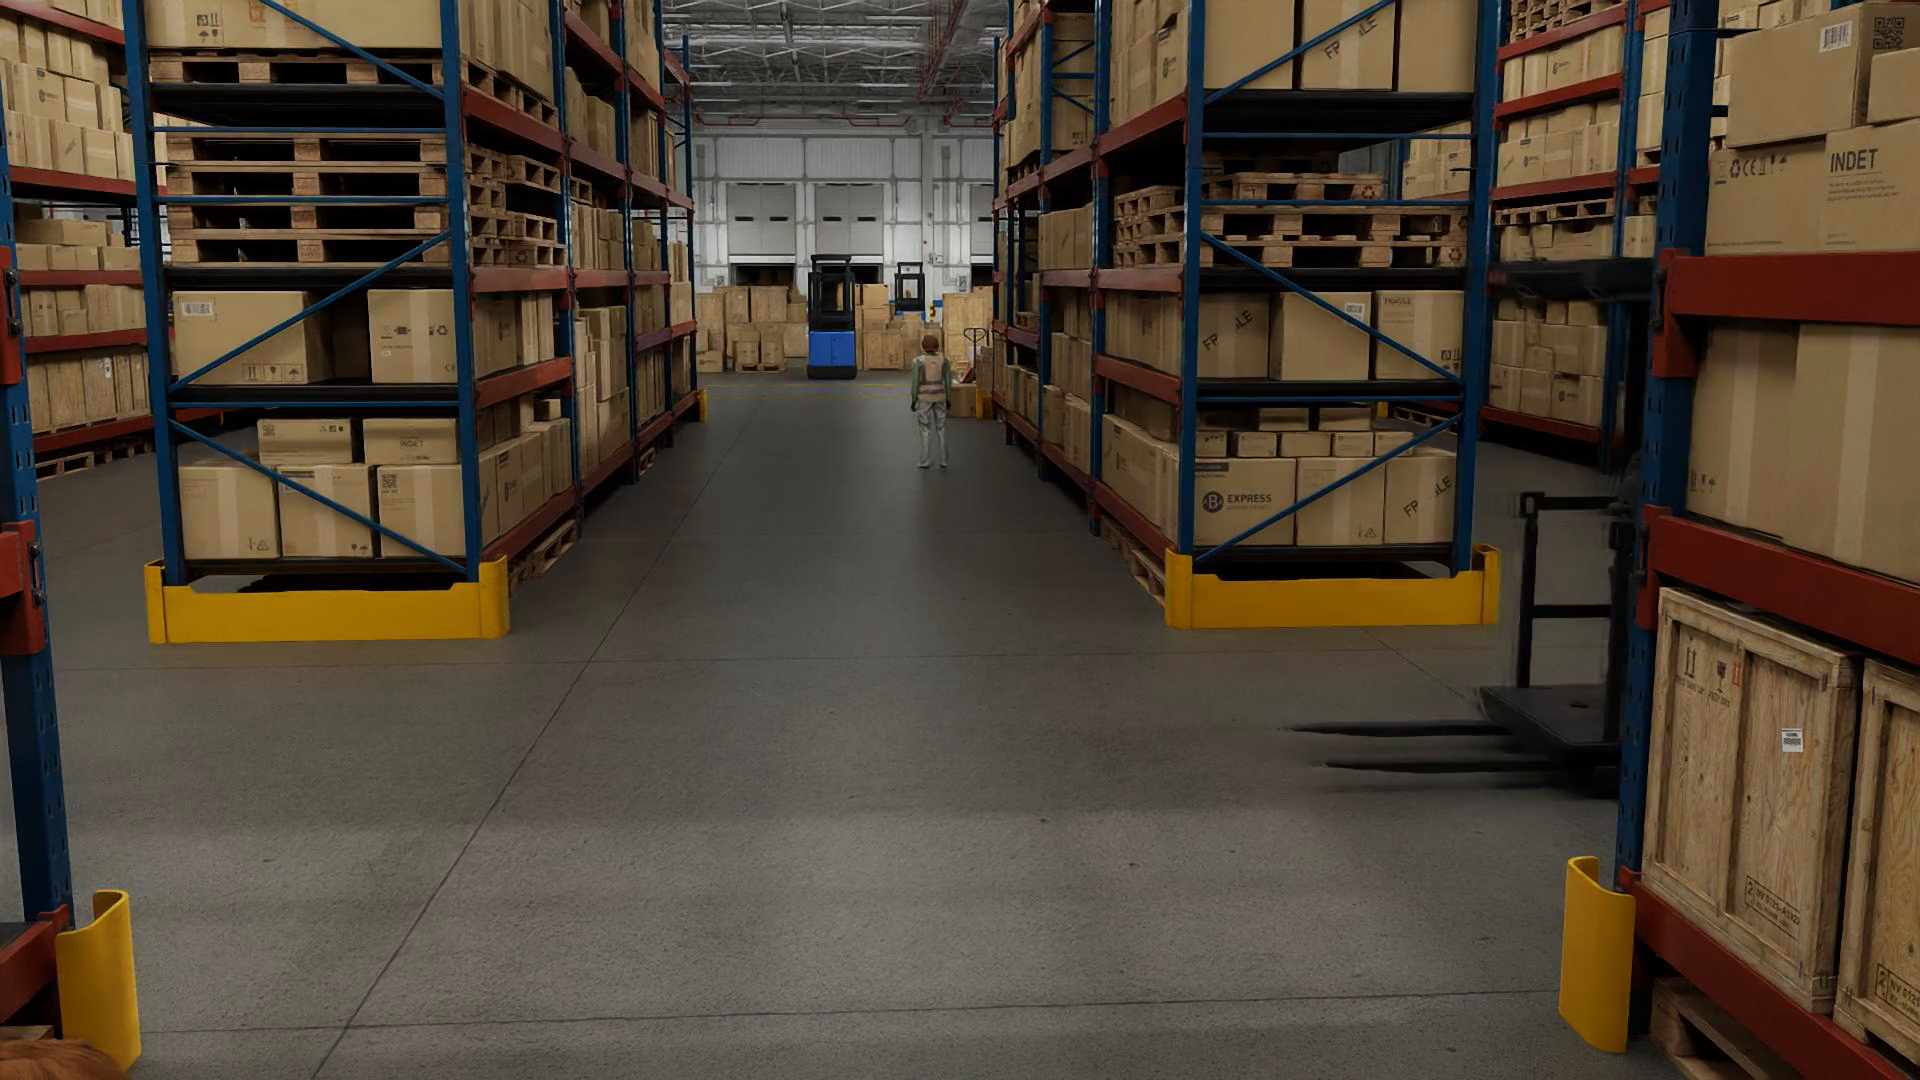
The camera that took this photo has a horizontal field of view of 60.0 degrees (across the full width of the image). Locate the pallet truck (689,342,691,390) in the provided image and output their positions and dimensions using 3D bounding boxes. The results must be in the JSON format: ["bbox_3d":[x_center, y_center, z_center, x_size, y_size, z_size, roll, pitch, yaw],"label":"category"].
[{"bbox_3d":[-5.225,-3.008,27.480,1.885,1.965,0.823,2,9,14],"label":"pallet truck"}]

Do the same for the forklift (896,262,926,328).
[{"bbox_3d":[-1.780,-8.547,59.499,1.129,2.768,1.873,-1,9,-4],"label":"forklift"}]

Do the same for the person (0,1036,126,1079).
[{"bbox_3d":[-0.880,1.282,1.682,0.279,1.633,0.500,-4,10,-26],"label":"person"}]

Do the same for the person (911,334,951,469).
[{"bbox_3d":[-0.351,-1.688,20.321,0.520,1.636,0.312,-3,10,-19],"label":"person"}]

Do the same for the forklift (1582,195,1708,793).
[{"bbox_3d":[3.739,-0.322,7.853,1.873,2.768,1.129,-1,9,-4],"label":"forklift"}]

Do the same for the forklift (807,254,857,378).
[{"bbox_3d":[-2.942,-5.145,38.138,1.129,2.768,1.873,-1,9,-4],"label":"forklift"}]
